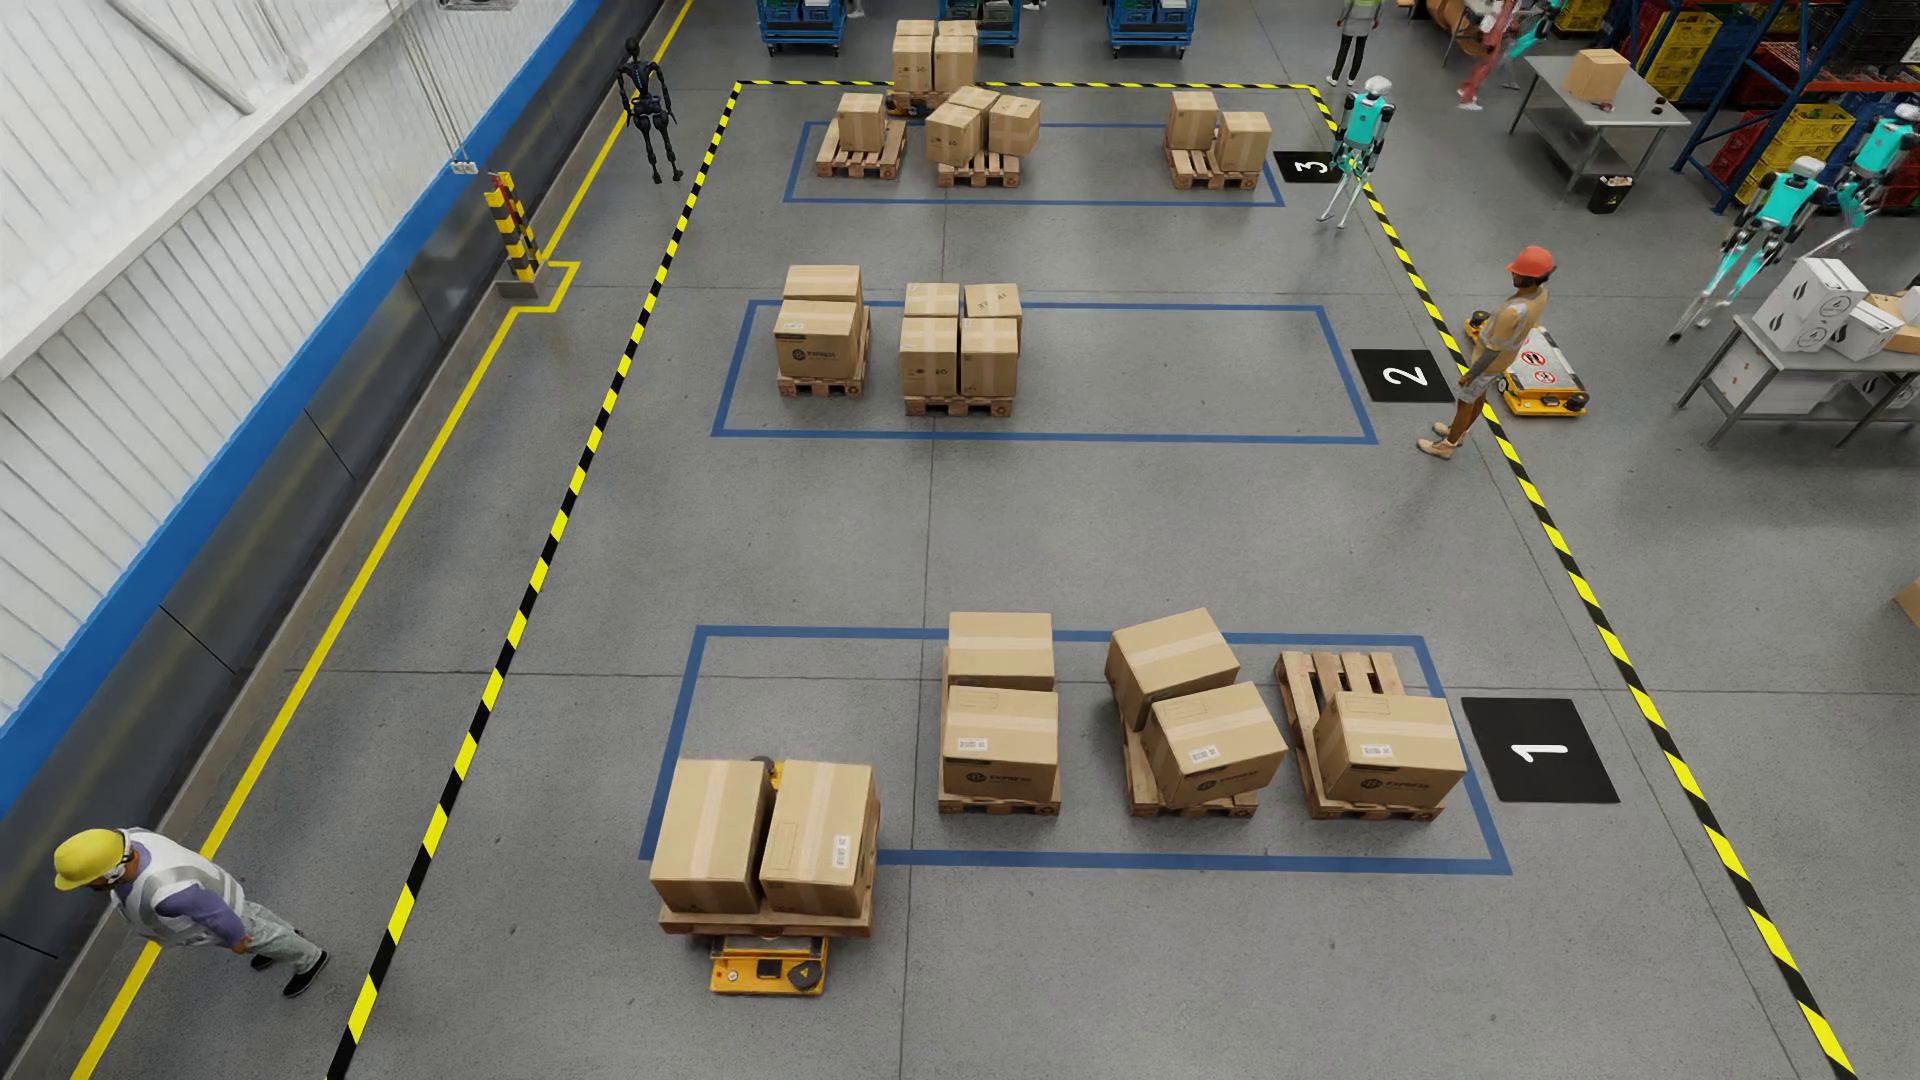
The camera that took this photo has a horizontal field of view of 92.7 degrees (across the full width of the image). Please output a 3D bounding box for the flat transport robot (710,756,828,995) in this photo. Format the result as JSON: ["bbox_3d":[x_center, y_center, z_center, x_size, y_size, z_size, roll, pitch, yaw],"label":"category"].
[{"bbox_3d":[-1.115,2.049,5.741,0.652,0.197,1.431,1,49,1],"label":"flat transport robot"}]

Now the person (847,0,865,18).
[{"bbox_3d":[-1.987,-9.221,14.486,0.921,1.820,0.535,0,49,0],"label":"person"}]

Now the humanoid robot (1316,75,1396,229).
[{"bbox_3d":[4.487,-4.350,10.242,0.533,1.673,0.735,34,57,26],"label":"humanoid robot"}]

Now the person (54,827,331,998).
[{"bbox_3d":[-3.977,1.954,4.807,0.593,1.831,0.403,26,54,21],"label":"person"}]

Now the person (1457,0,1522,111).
[{"bbox_3d":[7.276,-6.873,12.411,0.459,1.883,0.603,14,51,12],"label":"person"}]

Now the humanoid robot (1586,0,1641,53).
[{"bbox_3d":[9.512,-7.539,13.171,0.788,1.637,0.607,1,49,1],"label":"humanoid robot"}]

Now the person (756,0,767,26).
[{"bbox_3d":[-3.038,-9.149,14.490,0.680,1.715,0.493,-18,51,-15],"label":"person"}]

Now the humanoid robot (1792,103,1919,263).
[{"bbox_3d":[9.835,-3.775,9.871,0.875,1.840,0.553,-8,50,-7],"label":"humanoid robot"}]

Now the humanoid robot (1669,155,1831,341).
[{"bbox_3d":[7.633,-2.722,8.974,0.846,1.863,0.553,-35,57,-26],"label":"humanoid robot"}]

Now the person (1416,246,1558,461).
[{"bbox_3d":[4.419,-1.525,7.685,0.605,2.037,0.378,-35,58,-26],"label":"person"}]

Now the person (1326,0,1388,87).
[{"bbox_3d":[5.614,-7.363,12.859,0.599,1.850,0.390,2,49,2],"label":"person"}]

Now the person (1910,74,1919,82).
[{"bbox_3d":[14.336,-7.372,12.897,0.684,1.806,0.541,-11,50,-9],"label":"person"}]

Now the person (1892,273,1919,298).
[{"bbox_3d":[10.341,-3.172,9.240,0.340,1.841,0.500,-21,52,-17],"label":"person"}]

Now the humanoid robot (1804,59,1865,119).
[{"bbox_3d":[11.343,-6.007,11.833,0.771,1.635,0.588,-5,49,-4],"label":"humanoid robot"}]

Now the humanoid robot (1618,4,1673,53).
[{"bbox_3d":[10.411,-7.925,13.494,0.750,1.628,0.609,10,50,8],"label":"humanoid robot"}]

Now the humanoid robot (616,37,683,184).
[{"bbox_3d":[-3.763,-5.169,11.064,0.599,1.659,0.315,-8,50,-7],"label":"humanoid robot"}]

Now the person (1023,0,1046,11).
[{"bbox_3d":[1.258,-9.604,14.792,0.335,1.865,0.514,36,58,27],"label":"person"}]

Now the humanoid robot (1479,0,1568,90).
[{"bbox_3d":[7.915,-7.158,12.826,0.782,1.888,0.543,18,51,15],"label":"humanoid robot"}]

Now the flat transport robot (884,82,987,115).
[{"bbox_3d":[-0.333,-6.233,12.910,1.431,0.197,0.652,1,49,1],"label":"flat transport robot"}]

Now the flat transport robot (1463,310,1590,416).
[{"bbox_3d":[5.573,-1.757,9.054,0.659,0.231,1.431,1,49,1],"label":"flat transport robot"}]
